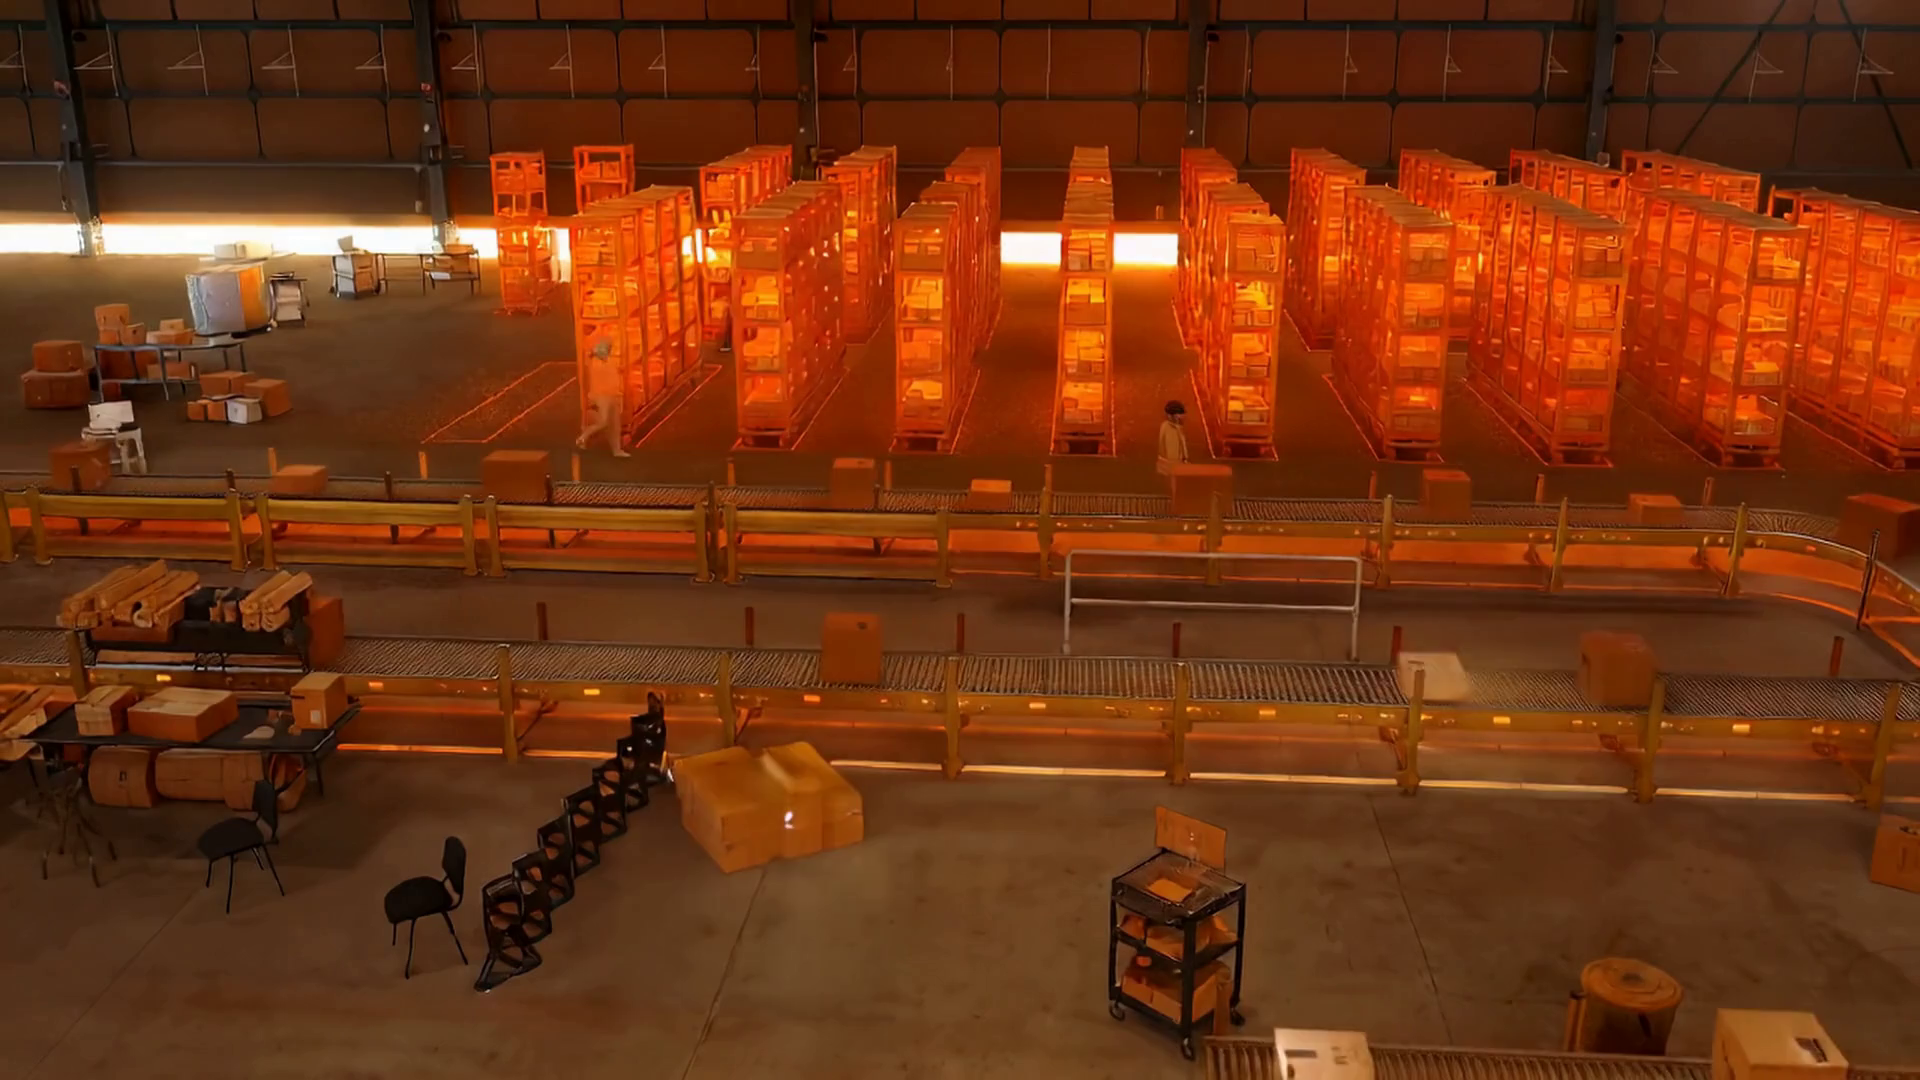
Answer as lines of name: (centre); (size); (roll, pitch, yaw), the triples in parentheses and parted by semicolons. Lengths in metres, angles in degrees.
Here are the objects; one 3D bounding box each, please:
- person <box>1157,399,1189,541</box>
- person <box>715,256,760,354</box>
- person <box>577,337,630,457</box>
person: (2.742, -0.919, 21.474); (0.404, 1.834, 0.591); (0, 17, 1)
person: (-4.437, -4.734, 33.395); (0.972, 1.959, 0.616); (-4, 18, -13)
person: (-5.491, -2.182, 25.417); (0.738, 1.884, 0.639); (5, 18, 15)
